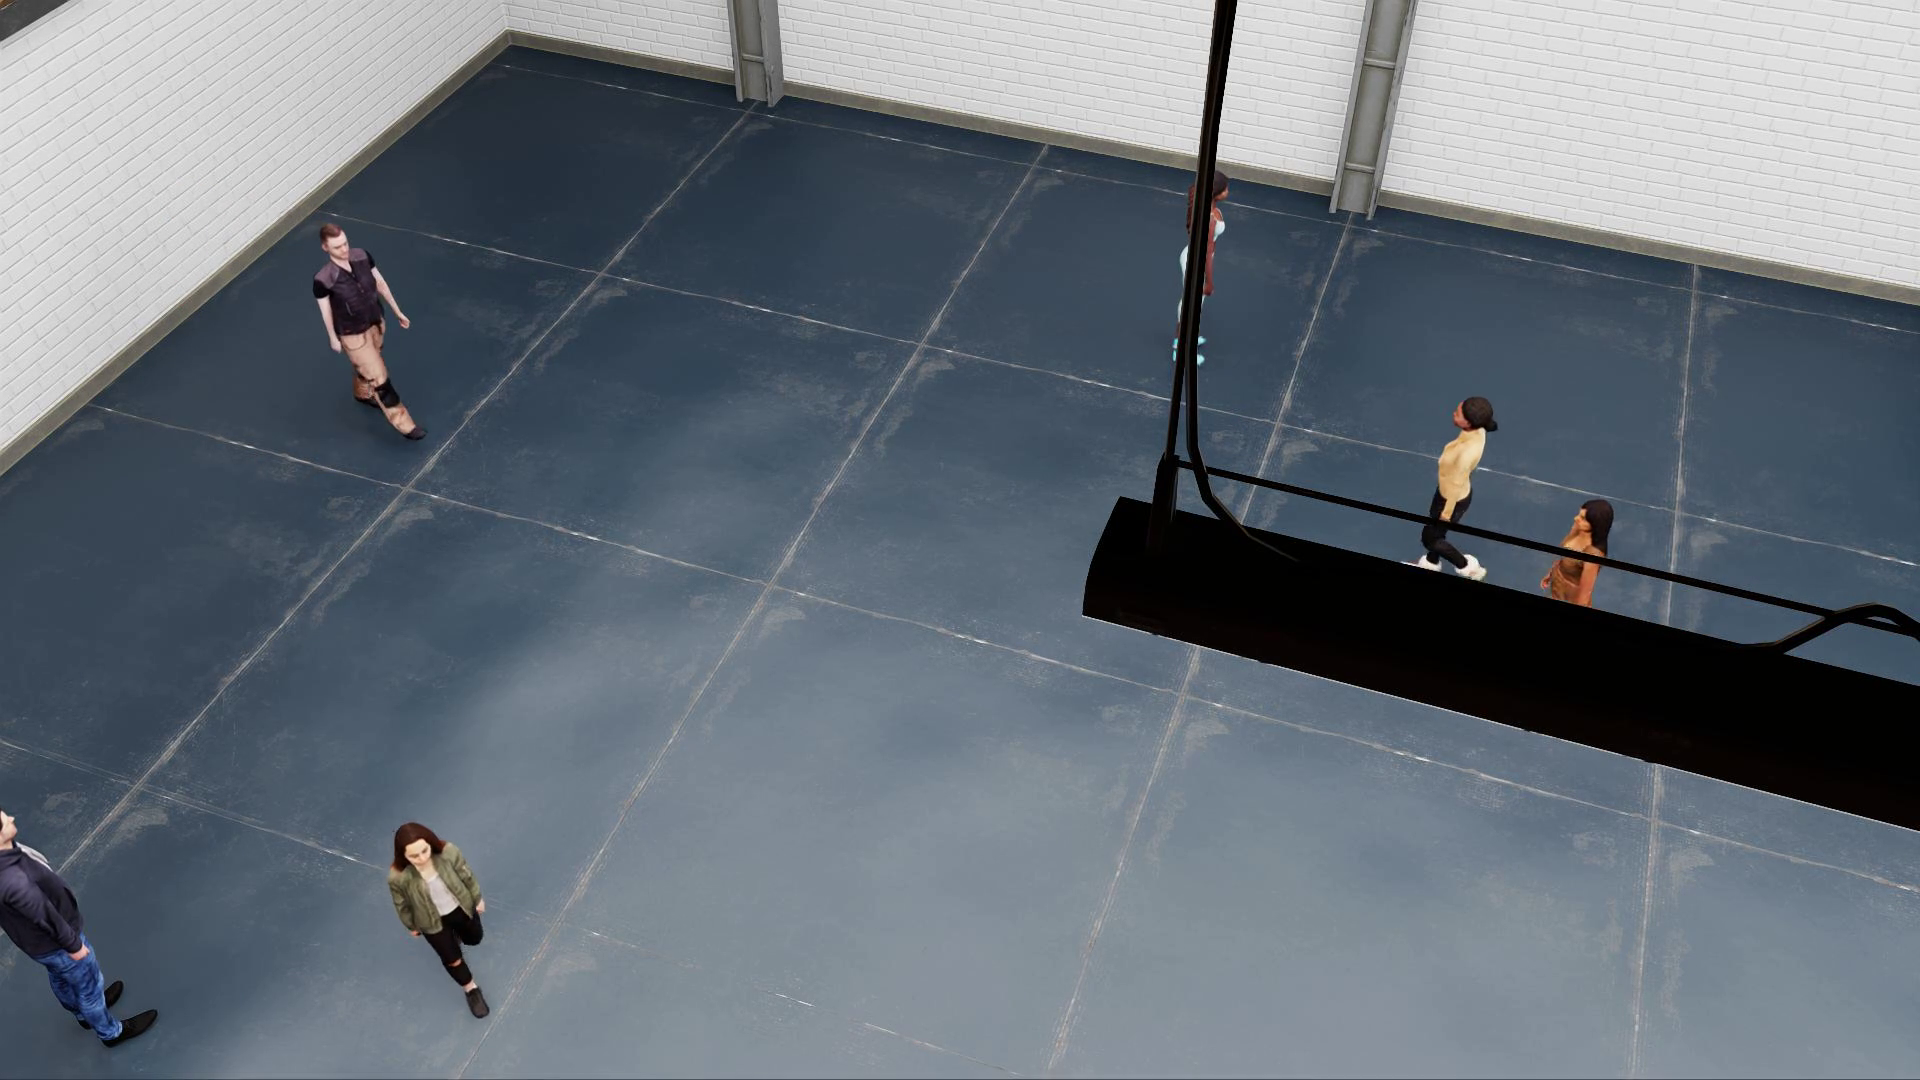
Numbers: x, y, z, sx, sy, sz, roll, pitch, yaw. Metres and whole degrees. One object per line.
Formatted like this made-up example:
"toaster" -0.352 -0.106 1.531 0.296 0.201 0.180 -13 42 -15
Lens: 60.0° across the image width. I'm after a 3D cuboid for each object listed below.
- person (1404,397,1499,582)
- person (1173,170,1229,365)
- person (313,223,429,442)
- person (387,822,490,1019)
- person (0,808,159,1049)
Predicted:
"person" 3.382 -0.264 11.185 0.790 1.648 0.591 15 46 15
"person" 1.867 -2.158 13.118 0.662 1.724 0.647 -4 44 -4
"person" -4.567 -1.626 12.512 1.214 1.789 0.839 22 48 21
"person" -2.801 1.963 8.981 0.863 1.463 0.965 -24 48 -23
"person" -4.742 2.016 8.613 0.604 1.895 0.787 26 49 24
